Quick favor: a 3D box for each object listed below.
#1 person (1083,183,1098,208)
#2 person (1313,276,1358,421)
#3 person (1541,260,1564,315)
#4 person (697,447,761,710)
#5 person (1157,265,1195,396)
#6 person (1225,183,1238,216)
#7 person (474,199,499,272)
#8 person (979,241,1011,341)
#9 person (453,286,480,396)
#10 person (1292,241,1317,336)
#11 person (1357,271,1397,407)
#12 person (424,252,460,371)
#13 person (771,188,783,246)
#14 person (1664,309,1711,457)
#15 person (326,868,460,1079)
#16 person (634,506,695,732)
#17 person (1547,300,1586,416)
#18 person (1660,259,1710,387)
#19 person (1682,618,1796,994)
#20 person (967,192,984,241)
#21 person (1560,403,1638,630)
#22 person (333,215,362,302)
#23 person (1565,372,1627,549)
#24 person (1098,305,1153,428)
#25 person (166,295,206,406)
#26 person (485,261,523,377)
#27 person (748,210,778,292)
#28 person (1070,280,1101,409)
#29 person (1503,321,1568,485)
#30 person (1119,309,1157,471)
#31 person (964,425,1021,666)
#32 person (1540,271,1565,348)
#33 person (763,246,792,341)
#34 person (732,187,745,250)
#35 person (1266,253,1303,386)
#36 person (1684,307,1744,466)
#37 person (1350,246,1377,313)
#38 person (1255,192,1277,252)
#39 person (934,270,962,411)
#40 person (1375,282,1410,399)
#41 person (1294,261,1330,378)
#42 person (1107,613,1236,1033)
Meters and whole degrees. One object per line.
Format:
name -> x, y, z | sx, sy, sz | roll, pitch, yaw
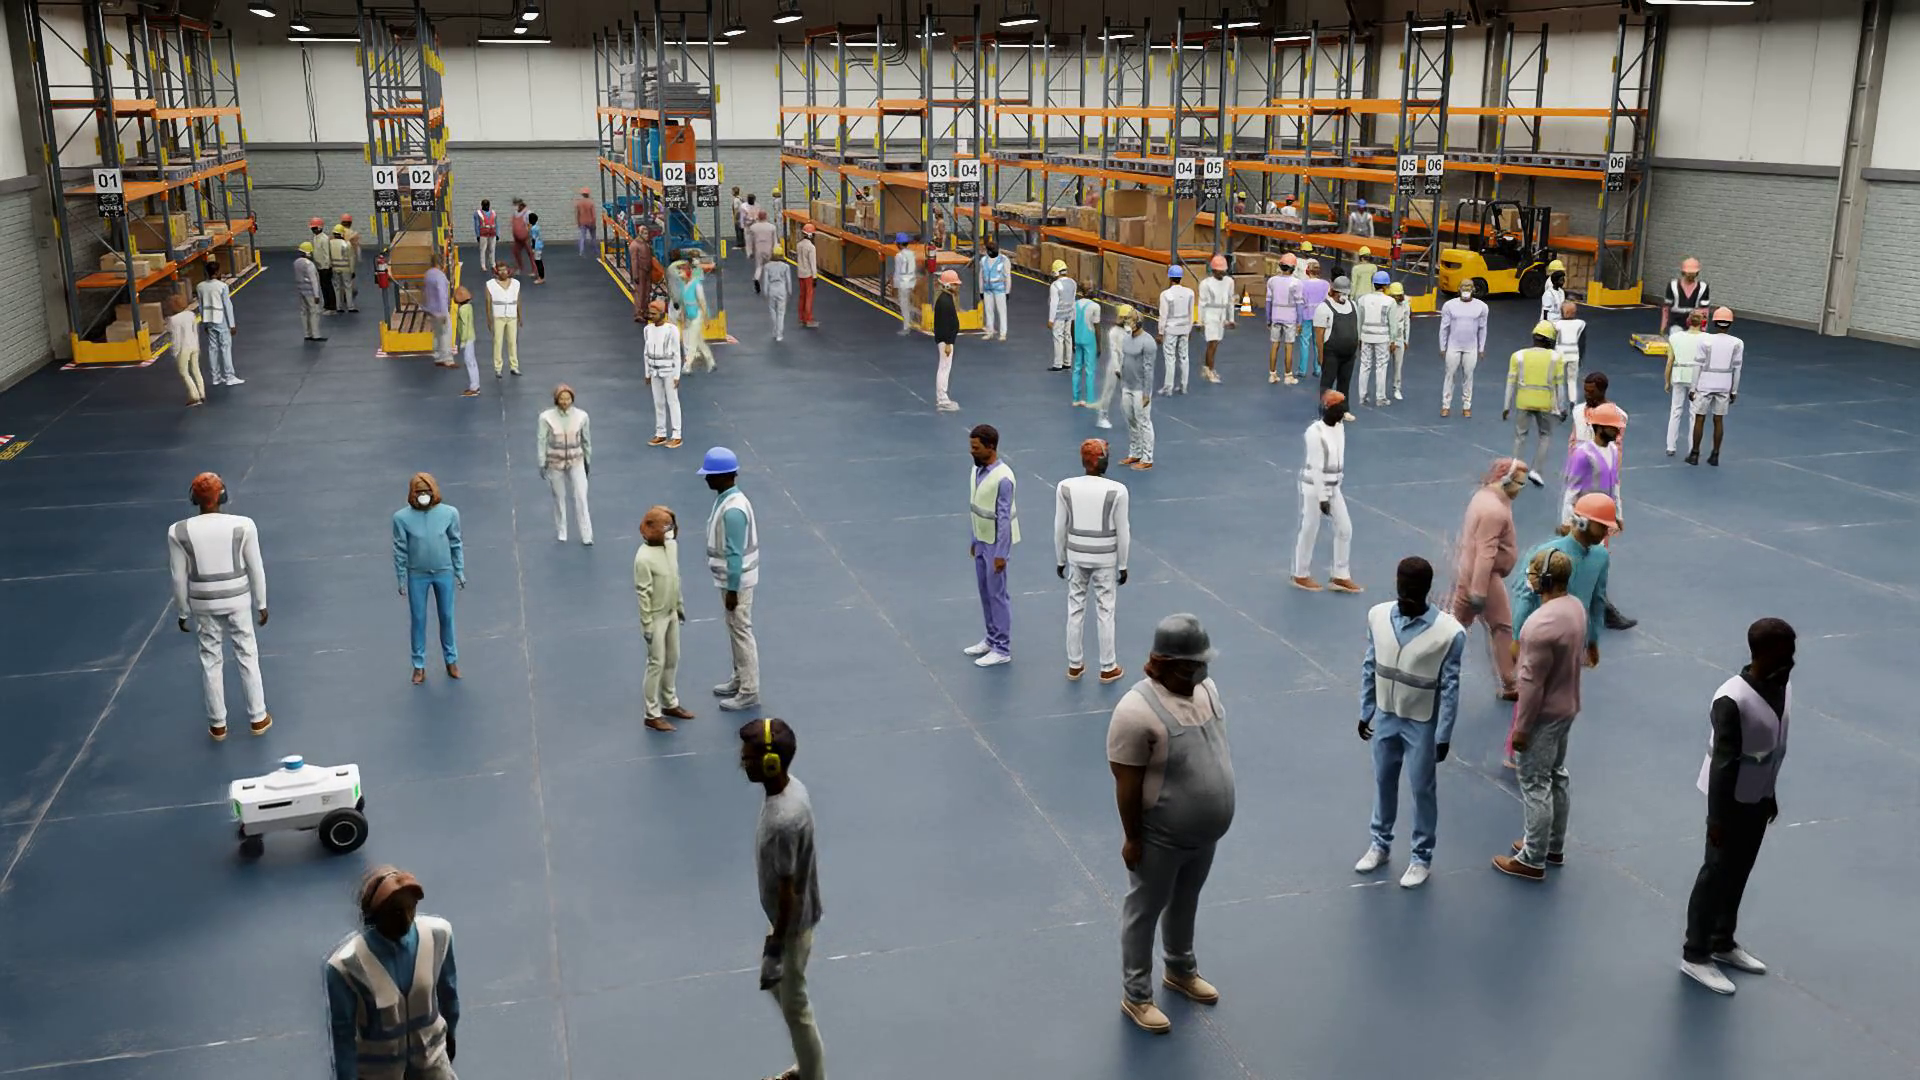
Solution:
person -> 3.940, -9.946, 50.769 | 0.951, 1.871, 0.670 | -9, 17, -29
person -> 5.195, -2.625, 22.815 | 0.688, 2.000, 0.535 | -8, 17, -27
person -> 9.887, -3.806, 27.828 | 0.313, 1.744, 0.487 | 5, 16, 19
person -> -1.675, 0.271, 12.122 | 0.420, 1.937, 0.609 | -4, 15, -14
person -> 3.218, -3.130, 24.891 | 0.604, 1.949, 0.389 | -7, 17, -26
person -> 8.293, -9.918, 50.585 | 0.329, 1.872, 0.510 | -11, 18, -35
person -> -12.181, -7.857, 42.886 | 0.634, 1.841, 0.429 | -14, 20, -41
person -> 0.634, -4.574, 30.559 | 0.635, 1.835, 0.432 | 8, 17, 29
person -> -7.408, -2.983, 24.943 | 0.268, 1.631, 0.507 | -1, 15, -4
person -> 6.446, -4.707, 31.177 | 0.524, 1.769, 0.309 | -5, 16, -18
person -> 6.020, -2.902, 24.041 | 0.617, 1.942, 0.388 | 12, 19, 38
person -> -8.535, -3.750, 27.272 | 0.402, 1.923, 0.642 | -13, 19, -39
person -> -5.514, -9.723, 50.096 | 0.295, 1.744, 0.488 | 1, 15, 5
person -> 9.020, -1.934, 20.587 | 0.567, 1.844, 0.377 | 9, 18, 32
person -> -2.062, 2.000, 6.219 | 0.529, 1.612, 0.697 | -12, 19, -38
person -> -2.100, 0.542, 11.697 | 0.278, 1.621, 0.511 | 5, 16, 19
person -> 8.445, -2.511, 23.168 | 0.520, 1.629, 0.466 | 2, 15, 6
person -> 11.034, -3.258, 25.285 | 0.637, 1.987, 1.028 | 4, 15, 14
person -> 3.895, 1.292, 8.312 | 0.597, 1.916, 0.371 | -12, 19, -38
person -> 0.474, -10.190, 51.613 | 0.539, 1.879, 1.031 | 7, 16, 23
person -> 5.360, -0.232, 14.106 | 0.556, 1.894, 1.002 | -12, 19, -38
person -> -13.484, -6.217, 36.653 | 0.559, 1.867, 1.038 | 0, 15, -1
person -> 5.928, -0.630, 15.570 | 0.399, 1.909, 0.598 | -8, 17, -26
person -> 2.191, -2.288, 22.215 | 0.495, 1.689, 0.934 | -10, 18, -34
person -> -11.206, -2.751, 24.116 | 0.369, 1.614, 0.575 | 3, 15, 10
person -> -7.291, -3.543, 26.641 | 0.565, 1.845, 0.384 | -9, 17, -31
person -> -4.506, -6.597, 38.080 | 0.679, 1.880, 0.695 | 0, 15, -1
person -> 1.812, -2.805, 23.873 | 0.506, 1.842, 0.342 | 14, 20, 41
person -> 6.599, -1.546, 19.028 | 0.697, 1.898, 0.435 | 7, 16, 24
person -> 2.122, -1.798, 19.936 | 0.361, 1.929, 0.627 | -8, 17, -26
person -> 0.249, 0.026, 13.101 | 0.408, 1.909, 0.590 | -6, 16, -22
person -> 9.499, -3.479, 26.705 | 0.536, 1.692, 0.320 | -13, 20, -41
person -> -3.359, -4.586, 30.807 | 0.511, 1.707, 0.835 | 1, 15, 2
person -> -6.535, -9.465, 48.949 | 0.348, 1.839, 0.504 | 4, 15, 15
person -> 5.049, -3.425, 25.820 | 0.615, 2.041, 0.387 | 11, 19, 37
person -> 9.129, -1.854, 20.141 | 0.554, 1.924, 0.388 | 2, 15, 7
person -> 7.282, -4.421, 30.099 | 0.523, 1.769, 0.309 | -5, 16, -18
person -> 8.333, -8.587, 45.447 | 0.602, 1.938, 0.400 | 2, 15, 6
person -> -0.170, -2.857, 23.774 | 0.397, 1.992, 0.621 | -1, 15, -2
person -> 6.396, -2.941, 24.590 | 0.493, 1.738, 0.321 | 0, 15, 1
person -> 5.600, -3.508, 26.512 | 0.565, 1.846, 0.390 | -4, 15, -14
person -> 1.051, 1.327, 7.943 | 0.689, 2.000, 0.539 | -14, 20, -42
